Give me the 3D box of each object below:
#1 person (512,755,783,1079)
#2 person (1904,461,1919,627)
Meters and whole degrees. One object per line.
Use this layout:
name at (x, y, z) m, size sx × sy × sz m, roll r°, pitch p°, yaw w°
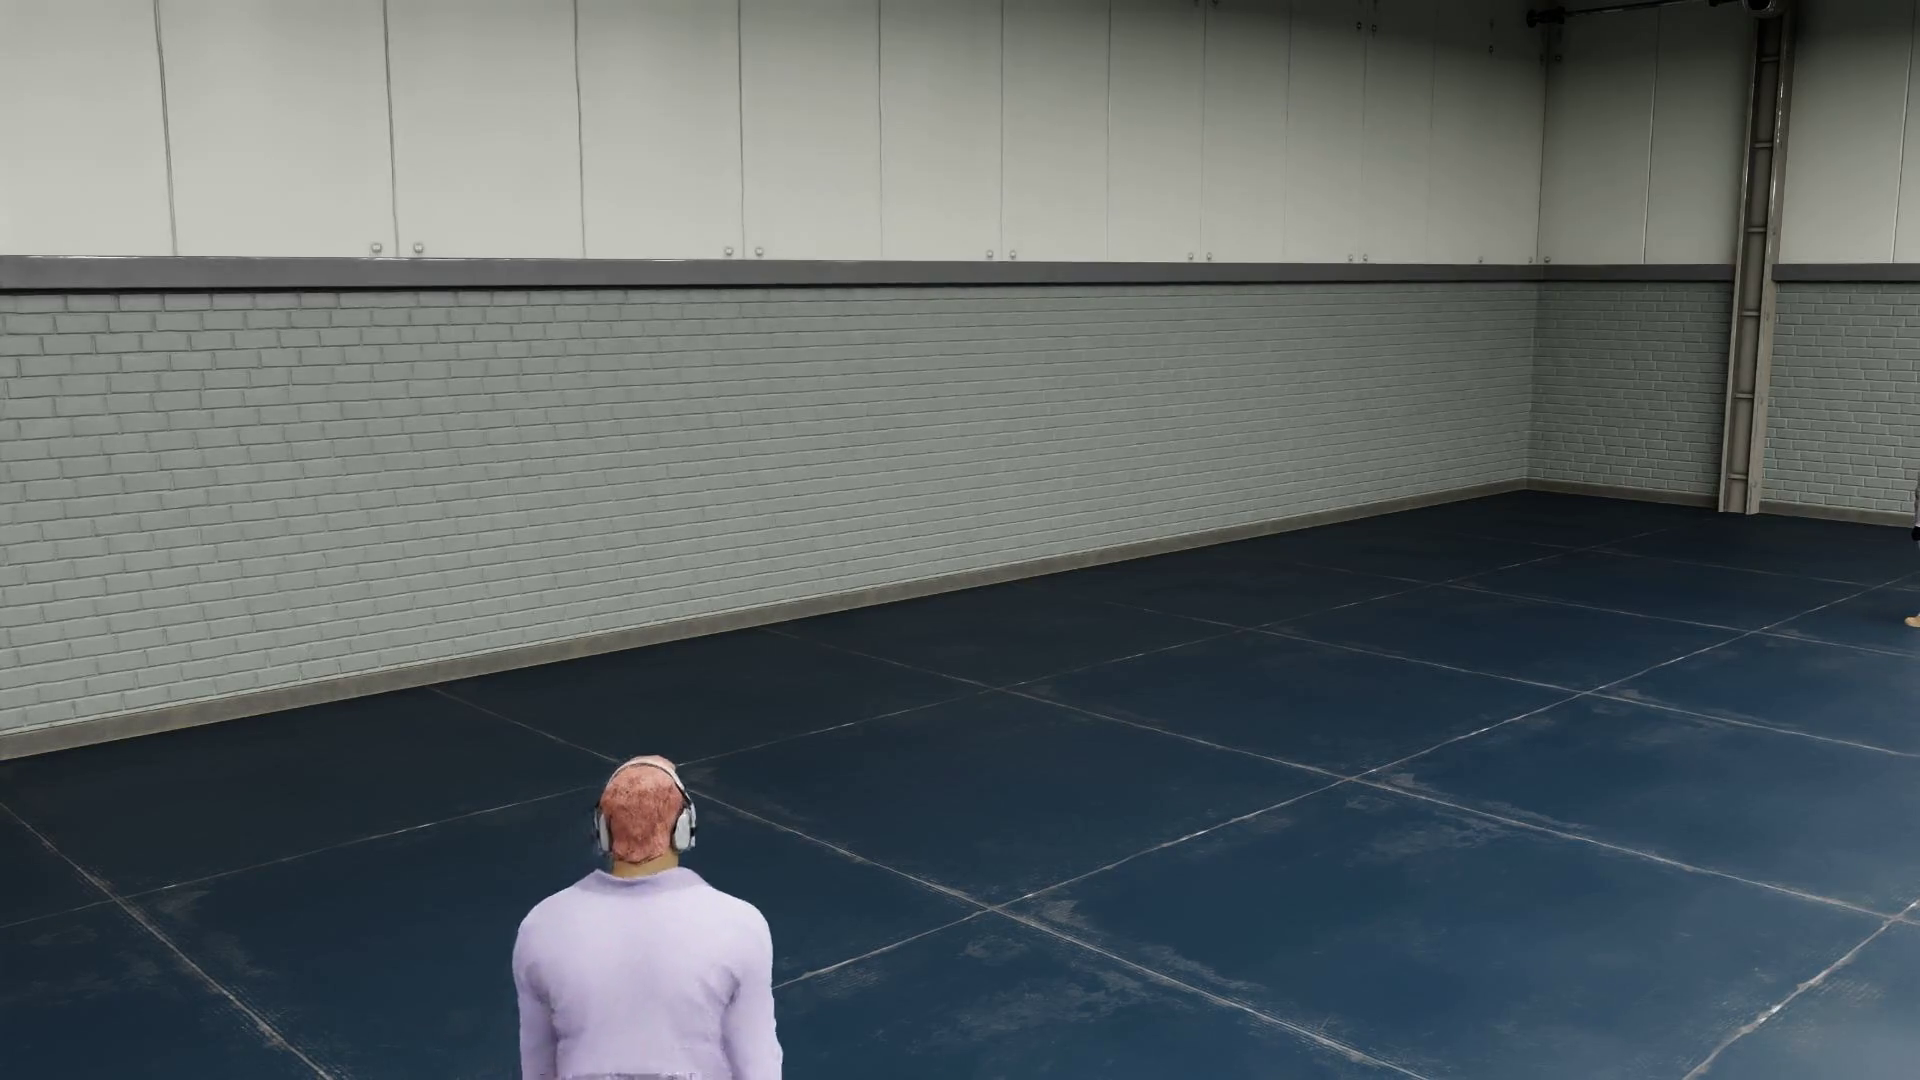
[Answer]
person at (-0.725, 1.436, 4.133) m, size 0.677 × 1.879 × 0.785 m, roll 1°, pitch 9°, yaw 7°
person at (8.360, -0.157, 14.163) m, size 0.629 × 1.840 × 0.429 m, roll -3°, pitch 10°, yaw -19°
